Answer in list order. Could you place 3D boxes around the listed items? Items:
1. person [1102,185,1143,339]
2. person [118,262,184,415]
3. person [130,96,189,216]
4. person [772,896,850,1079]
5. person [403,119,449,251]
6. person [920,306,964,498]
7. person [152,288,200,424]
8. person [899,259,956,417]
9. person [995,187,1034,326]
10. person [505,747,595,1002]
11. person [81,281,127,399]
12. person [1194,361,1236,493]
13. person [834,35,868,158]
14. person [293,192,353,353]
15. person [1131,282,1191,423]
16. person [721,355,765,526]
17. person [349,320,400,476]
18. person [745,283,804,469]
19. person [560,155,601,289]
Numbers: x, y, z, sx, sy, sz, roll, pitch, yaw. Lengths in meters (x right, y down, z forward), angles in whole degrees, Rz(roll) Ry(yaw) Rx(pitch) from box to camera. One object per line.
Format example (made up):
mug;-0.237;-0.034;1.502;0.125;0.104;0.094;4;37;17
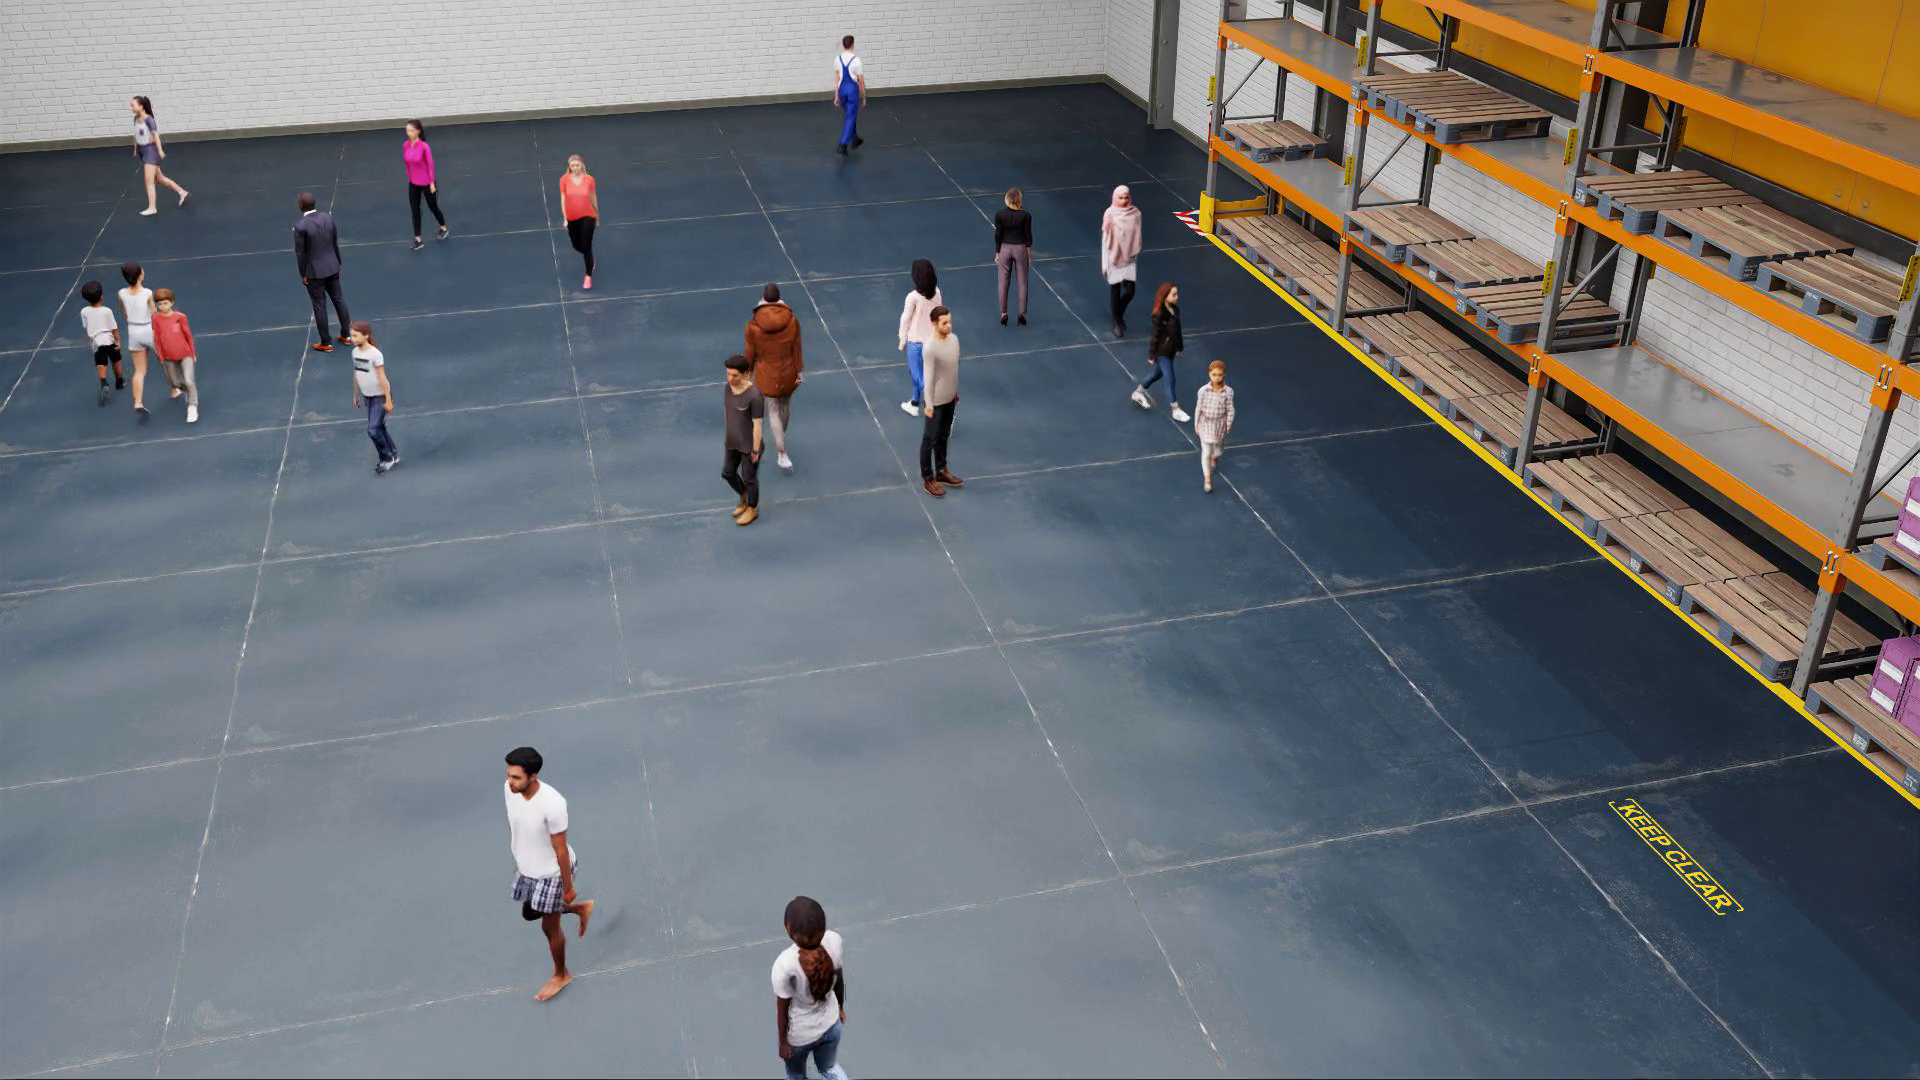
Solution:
person;1.821;-3.231;19.235;0.649;1.792;0.676;-5;29;-10
person;-8.539;-2.082;17.346;0.727;1.583;1.083;-1;29;-3
person;-11.347;-5.444;23.472;1.033;1.619;0.987;24;37;37
person;-0.724;2.585;8.665;0.851;1.703;1.039;-23;36;-36
person;-7.119;-4.761;22.161;0.893;1.677;1.058;7;29;13
person;-0.190;-1.334;15.680;0.779;1.866;0.739;18;33;30
person;-8.133;-1.960;17.307;0.547;1.407;0.803;-6;29;-10
person;-0.344;-1.981;16.994;0.974;1.744;1.180;-25;37;-38
person;0.623;-3.319;19.522;0.666;1.671;0.645;3;29;5
person;-2.415;1.904;9.899;0.933;1.717;0.978;18;33;29
person;-9.188;-2.139;17.798;0.491;1.250;0.770;-8;30;-14
person;2.413;-1.123;15.884;0.682;1.299;0.837;3;29;5
person;-1.758;-6.875;25.898;1.154;1.809;1.348;11;30;19
person;-7.243;-3.051;18.877;0.817;1.819;0.785;20;34;32
person;2.072;-1.981;17.299;1.054;1.450;0.940;19;34;31
person;-1.908;-0.941;15.139;0.728;1.693;0.818;25;37;37
person;-5.640;-1.424;16.181;0.689;1.545;0.750;16;32;27
person;-1.764;-1.554;16.158;0.737;1.793;1.140;-9;30;-15
person;-4.734;-4.024;20.828;0.748;1.658;1.105;-2;29;-4
